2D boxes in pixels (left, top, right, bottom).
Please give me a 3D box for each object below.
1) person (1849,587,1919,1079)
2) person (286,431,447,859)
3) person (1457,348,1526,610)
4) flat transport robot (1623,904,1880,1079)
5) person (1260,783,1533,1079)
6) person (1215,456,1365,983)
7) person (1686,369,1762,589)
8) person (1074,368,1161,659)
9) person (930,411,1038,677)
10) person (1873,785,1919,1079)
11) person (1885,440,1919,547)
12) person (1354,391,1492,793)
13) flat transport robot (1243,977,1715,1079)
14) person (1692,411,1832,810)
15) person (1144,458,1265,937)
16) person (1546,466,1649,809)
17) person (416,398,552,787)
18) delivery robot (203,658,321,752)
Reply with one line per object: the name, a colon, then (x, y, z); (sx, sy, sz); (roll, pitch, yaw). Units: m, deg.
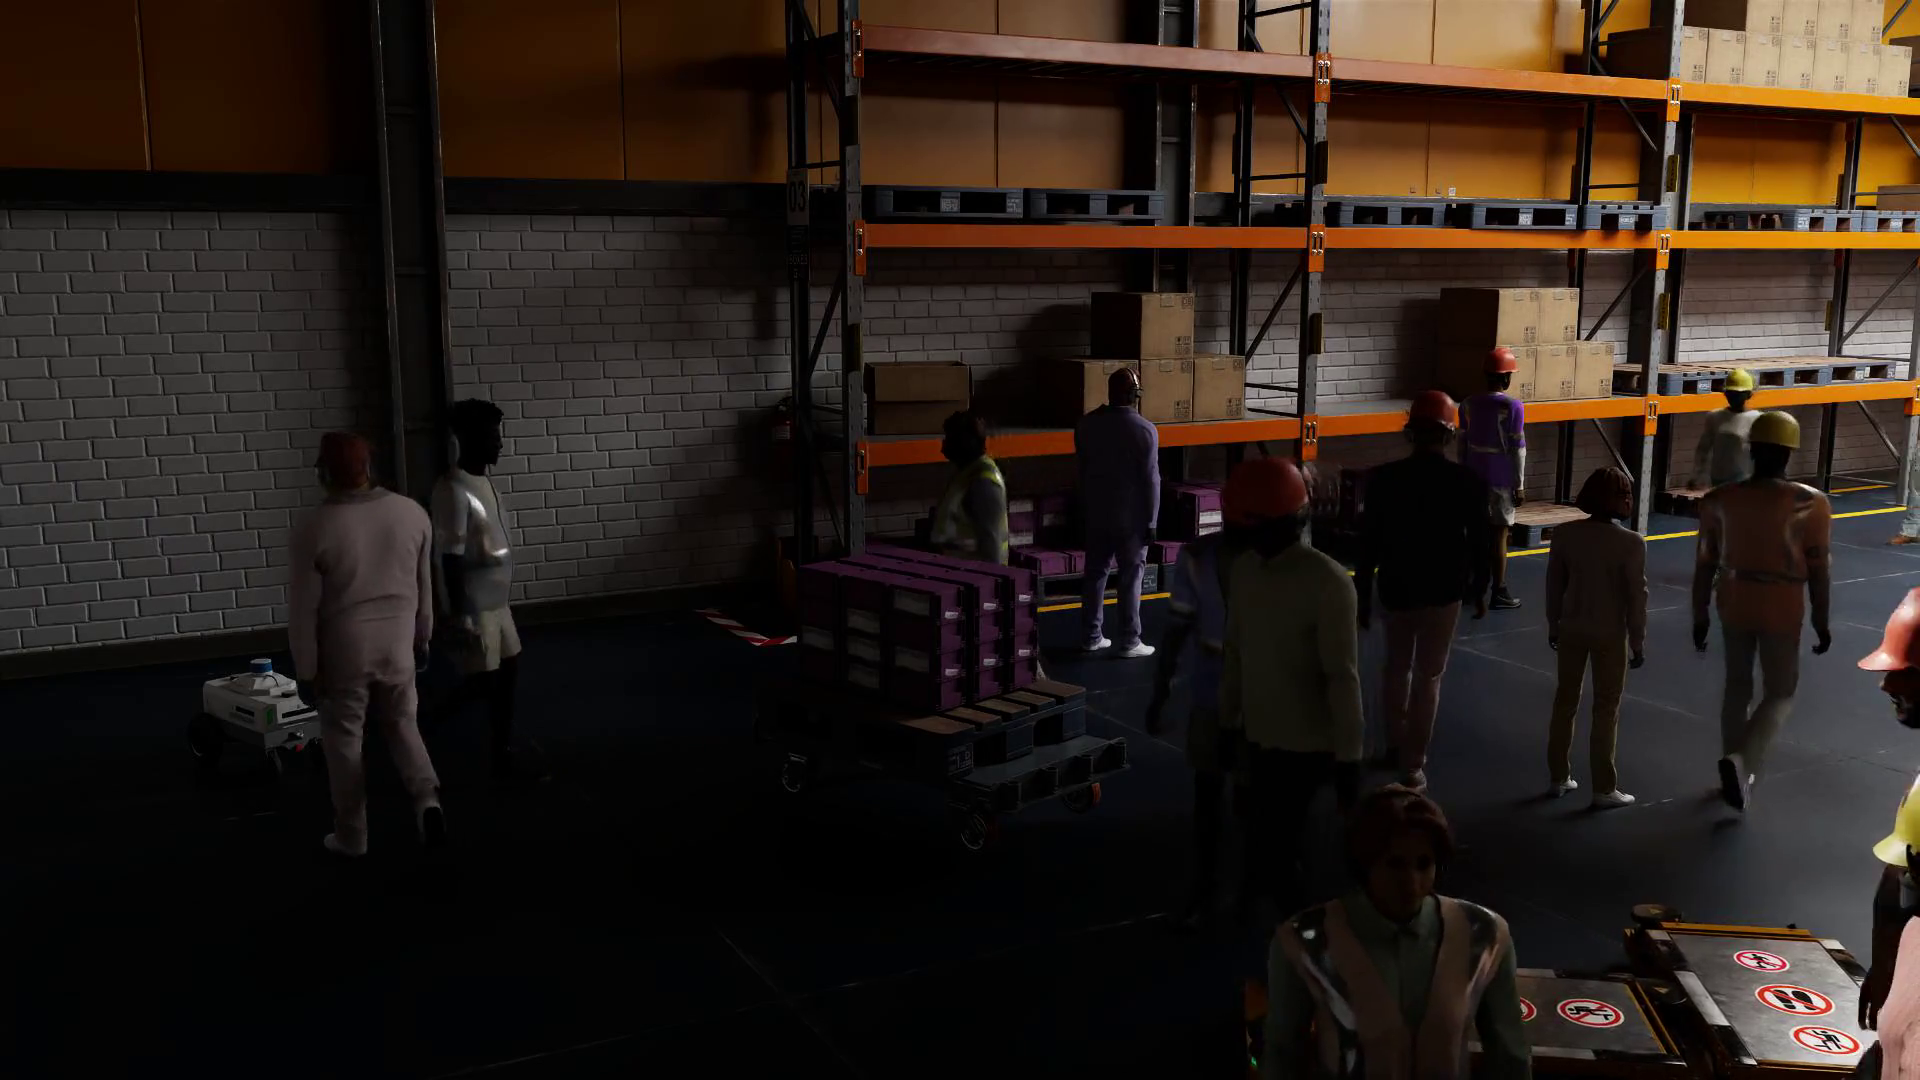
person: (2.175, 1.047, 3.751); (0.391, 1.920, 0.561); (6, 12, 31)
person: (-2.542, 0.476, 7.119); (0.661, 1.889, 0.640); (-10, 14, -44)
person: (3.953, -0.454, 12.347); (0.361, 1.939, 0.543); (-8, 13, -39)
flat transport robot: (2.710, 1.570, 5.492); (0.652, 0.197, 1.431); (1, 10, 8)
person: (0.884, 1.281, 3.336); (0.527, 1.592, 0.849); (-1, 10, -7)
person: (1.103, 0.681, 5.732); (0.491, 1.959, 0.670); (-4, 11, -24)
person: (6.023, -0.472, 13.085); (0.892, 1.725, 0.528); (-6, 12, -32)
person: (1.048, -0.173, 10.863); (0.636, 1.900, 0.404); (8, 13, 39)
person: (0.079, 0.180, 9.147); (0.972, 1.799, 0.630); (-1, 10, -6)
person: (1.762, 1.260, 2.987); (0.329, 1.765, 0.533); (0, 10, 2)
person: (8.876, -0.873, 14.880); (0.962, 1.905, 0.640); (-2, 10, -13)
person: (2.328, 0.240, 8.285); (0.610, 1.957, 0.889); (6, 11, 30)
flat transport robot: (1.647, 1.593, 5.365); (1.431, 0.197, 0.652); (1, 10, 8)
person: (3.771, 0.341, 7.885); (0.610, 1.904, 0.703); (10, 14, 44)
person: (1.014, 0.616, 6.315); (0.652, 1.895, 0.474); (7, 12, 34)
person: (3.041, 0.460, 7.967); (0.268, 1.632, 0.507); (-8, 12, -37)
person: (-2.398, 0.278, 8.101); (0.641, 1.950, 0.626); (1, 10, 5)
delivery robot: (-3.572, 0.853, 8.539); (0.707, 0.478, 0.477); (8, 13, 39)
